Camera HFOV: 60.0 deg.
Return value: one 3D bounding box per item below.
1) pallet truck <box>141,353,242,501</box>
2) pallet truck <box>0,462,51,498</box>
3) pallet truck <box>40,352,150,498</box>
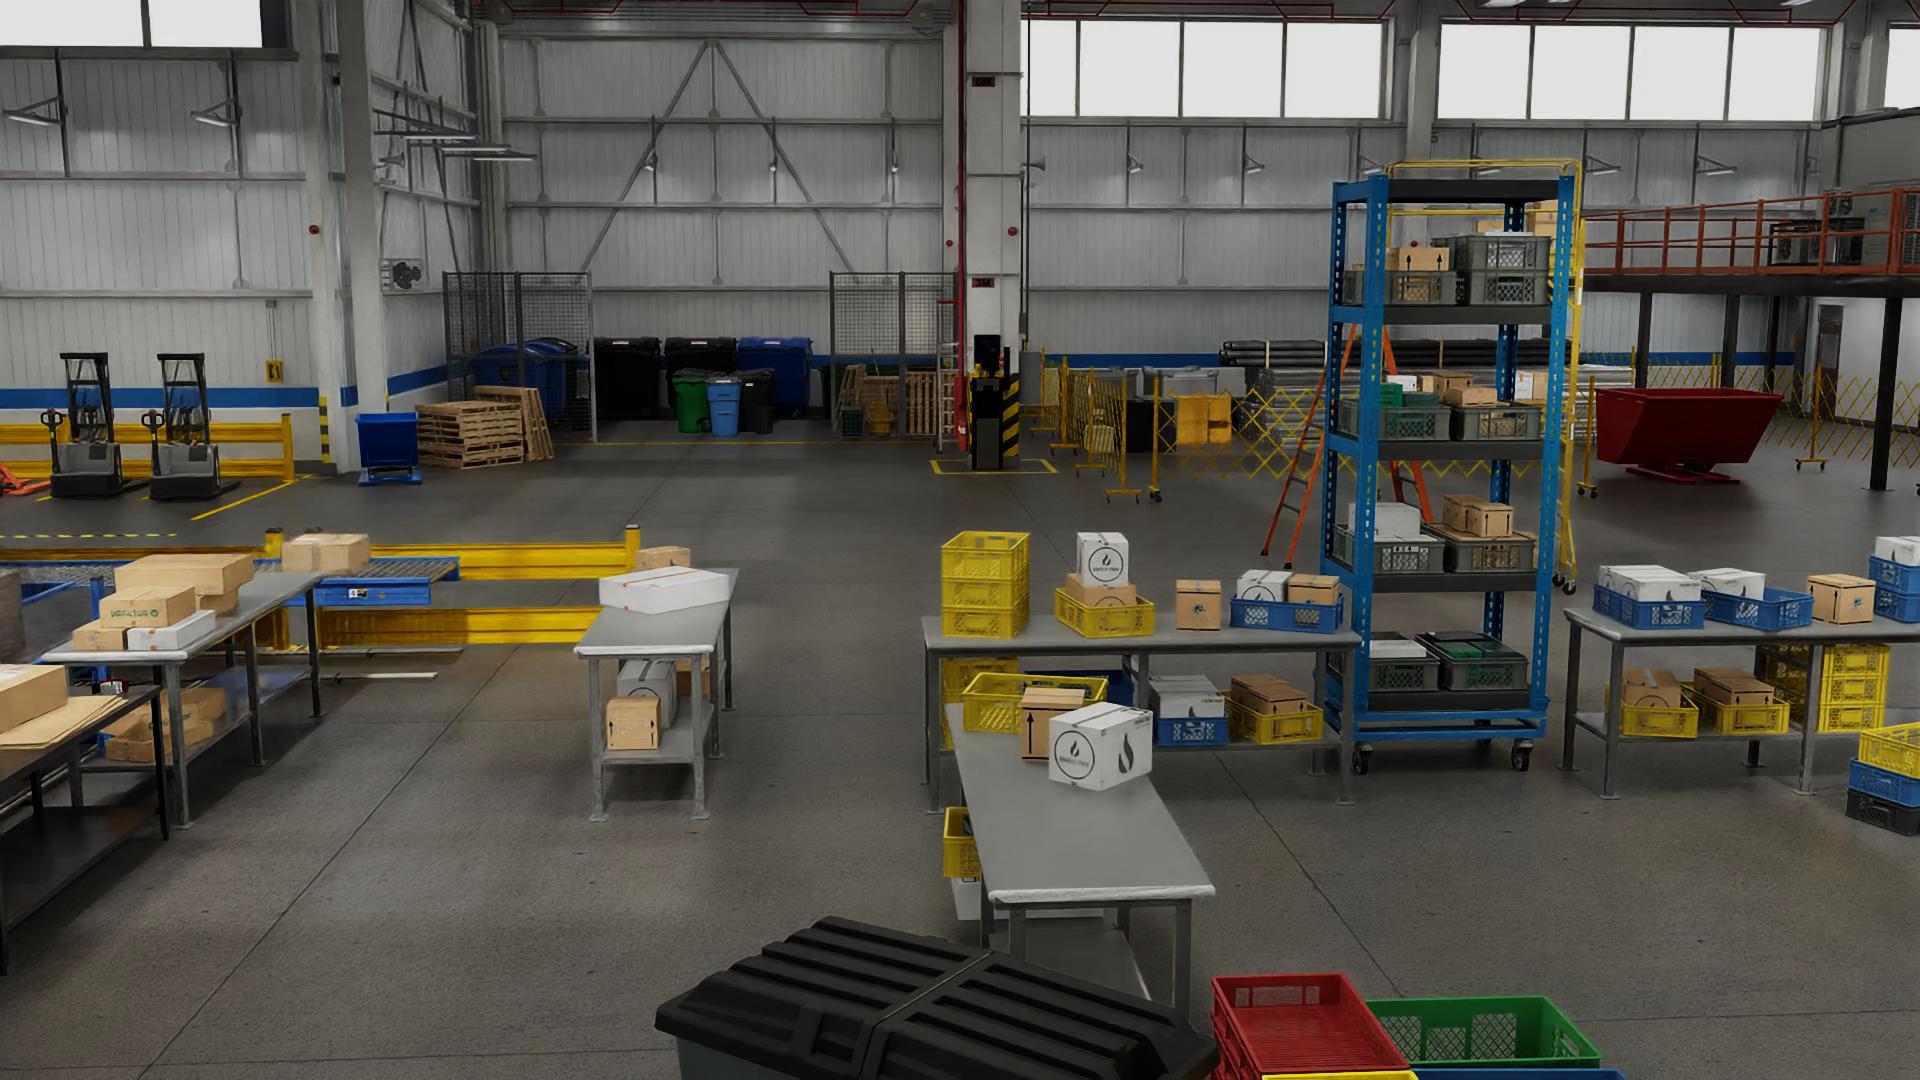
[{"bbox_3d":[-10.520,-1.604,22.925,0.823,1.965,1.885,-1,9,-6],"label":"pallet truck"},{"bbox_3d":[-13.193,-1.293,23.148,0.653,1.274,1.630,-1,9,-4],"label":"pallet truck"},{"bbox_3d":[-11.907,-1.642,23.165,0.823,1.965,1.885,0,9,0],"label":"pallet truck"}]
